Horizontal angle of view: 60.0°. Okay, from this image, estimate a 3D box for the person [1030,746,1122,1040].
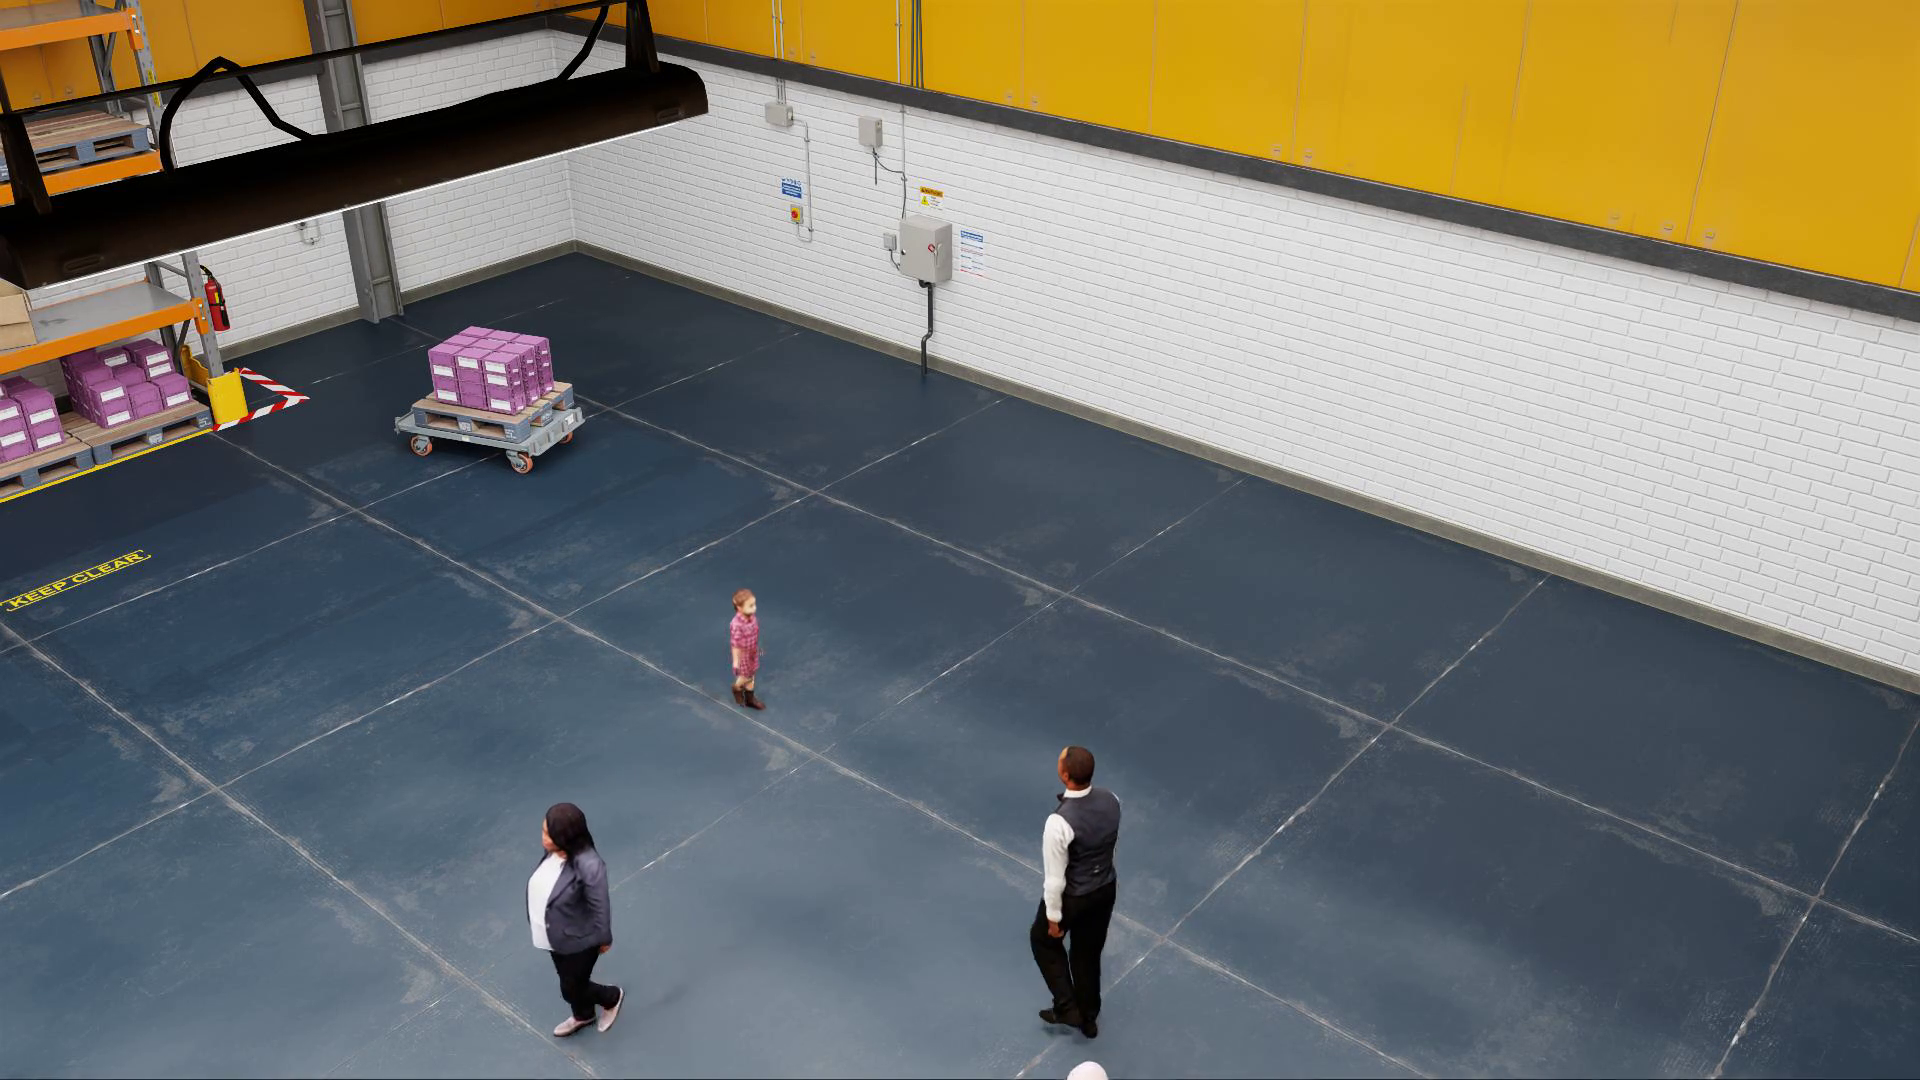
[{"bbox_3d":[0.721,2.009,9.210,0.726,1.903,0.851,-17,33,-28],"label":"person"}]

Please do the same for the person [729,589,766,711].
[{"bbox_3d":[-1.623,0.801,12.347,0.529,1.019,0.457,17,33,28],"label":"person"}]

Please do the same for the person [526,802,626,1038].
[{"bbox_3d":[-2.107,2.131,9.318,0.729,1.585,0.702,-25,37,-37],"label":"person"}]
